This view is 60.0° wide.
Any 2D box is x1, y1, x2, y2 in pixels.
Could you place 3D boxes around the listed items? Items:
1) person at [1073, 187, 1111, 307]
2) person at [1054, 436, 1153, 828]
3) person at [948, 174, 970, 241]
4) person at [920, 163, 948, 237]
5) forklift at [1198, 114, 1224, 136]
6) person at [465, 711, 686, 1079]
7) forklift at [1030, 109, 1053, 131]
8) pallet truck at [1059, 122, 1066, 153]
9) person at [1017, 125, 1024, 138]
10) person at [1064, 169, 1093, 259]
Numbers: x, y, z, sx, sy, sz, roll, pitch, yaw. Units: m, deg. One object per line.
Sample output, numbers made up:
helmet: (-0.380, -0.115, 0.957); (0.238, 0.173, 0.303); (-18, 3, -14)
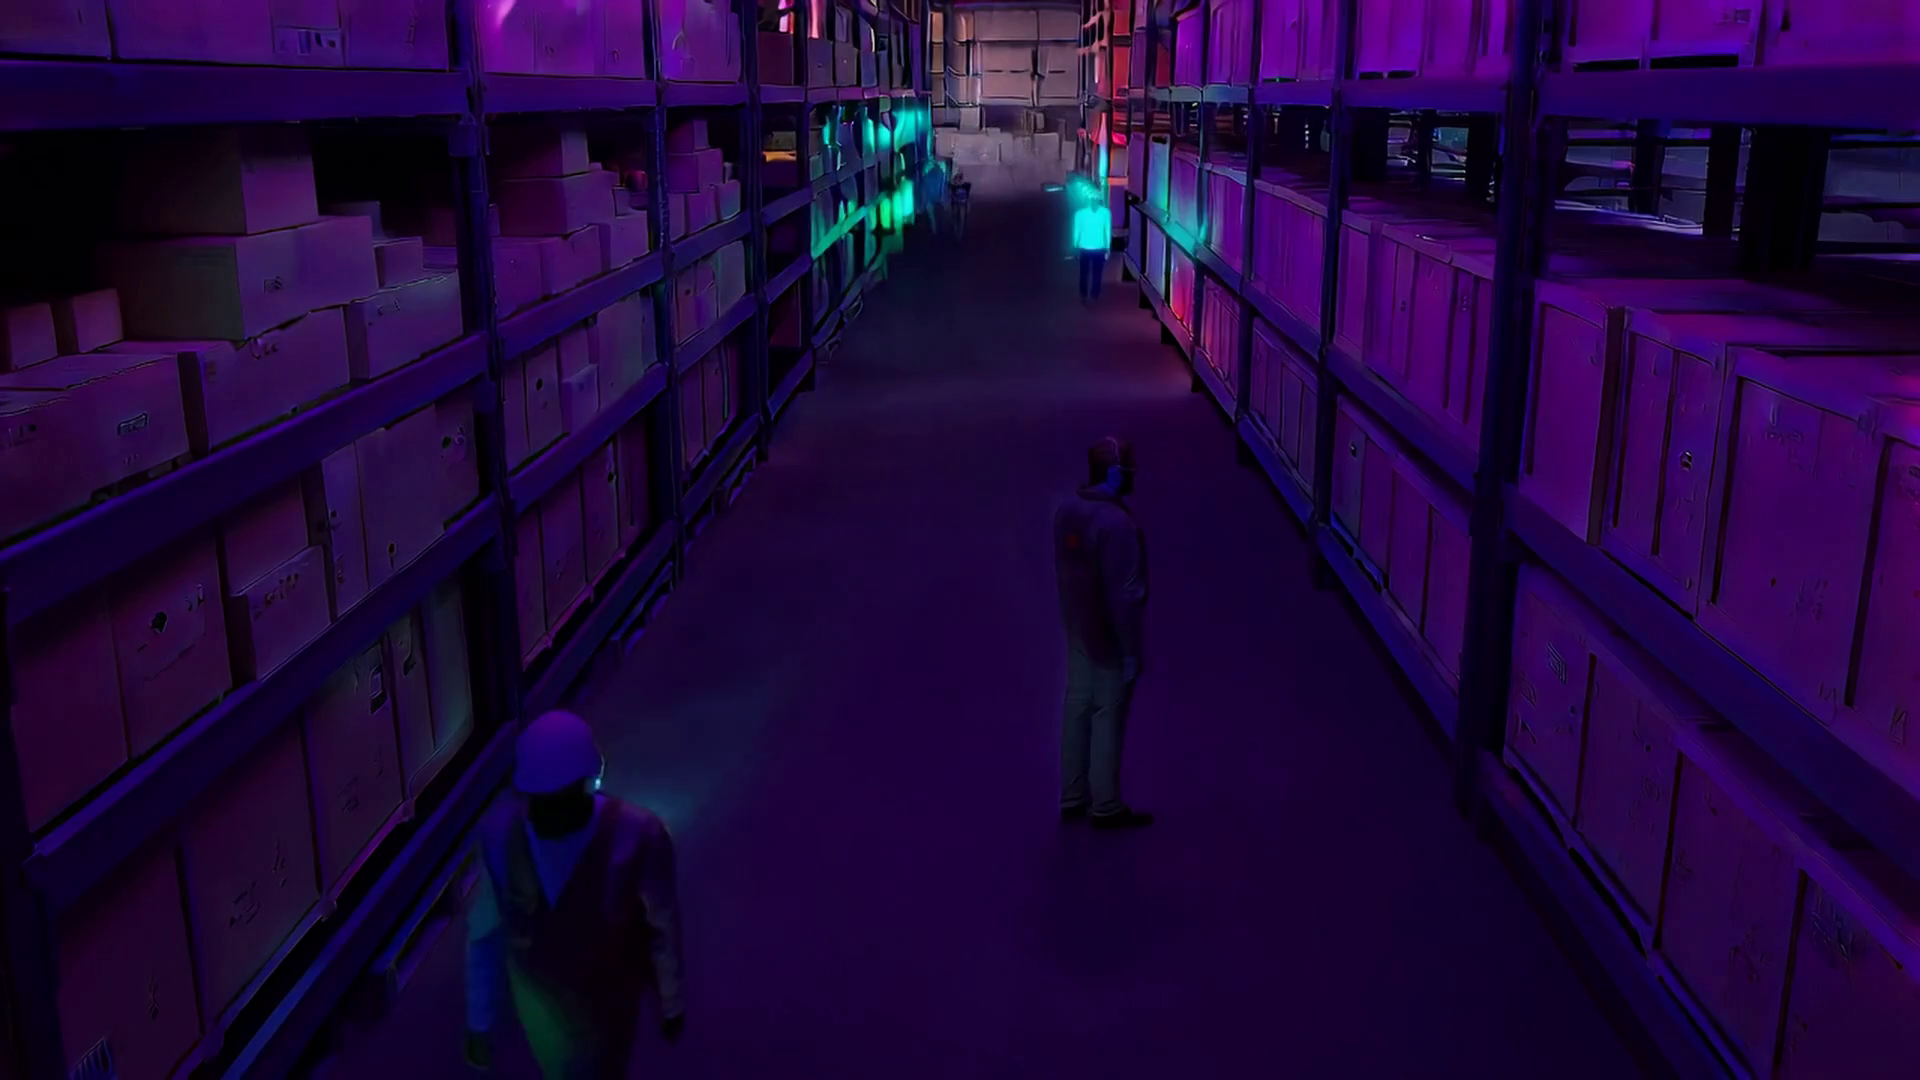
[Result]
person: (2.200, -4.932, 27.891); (0.631, 1.967, 0.842); (-1, 15, -2)
person: (0.712, 0.437, 8.012); (0.403, 1.906, 0.651); (-7, 17, -25)
person: (-0.015, -8.033, 40.123); (0.525, 1.592, 0.886); (3, 15, 11)
person: (-0.609, -8.295, 40.727); (0.672, 1.805, 0.781); (-5, 16, -17)
forklift: (8.044, -12.429, 54.037); (1.129, 2.768, 1.873); (0, 15, 2)
person: (-1.145, 1.365, 4.774); (0.619, 1.789, 0.897); (3, 15, 12)
forklift: (3.441, -16.924, 70.760); (1.129, 2.768, 1.873); (6, 16, 21)
pallet truck: (5.788, -21.111, 88.014); (1.885, 1.965, 0.823); (5, 16, 18)
person: (2.938, -19.777, 83.222); (0.559, 1.913, 0.831); (-1, 15, -5)
person: (2.527, -6.963, 35.552); (0.641, 1.905, 0.410); (7, 17, 26)
